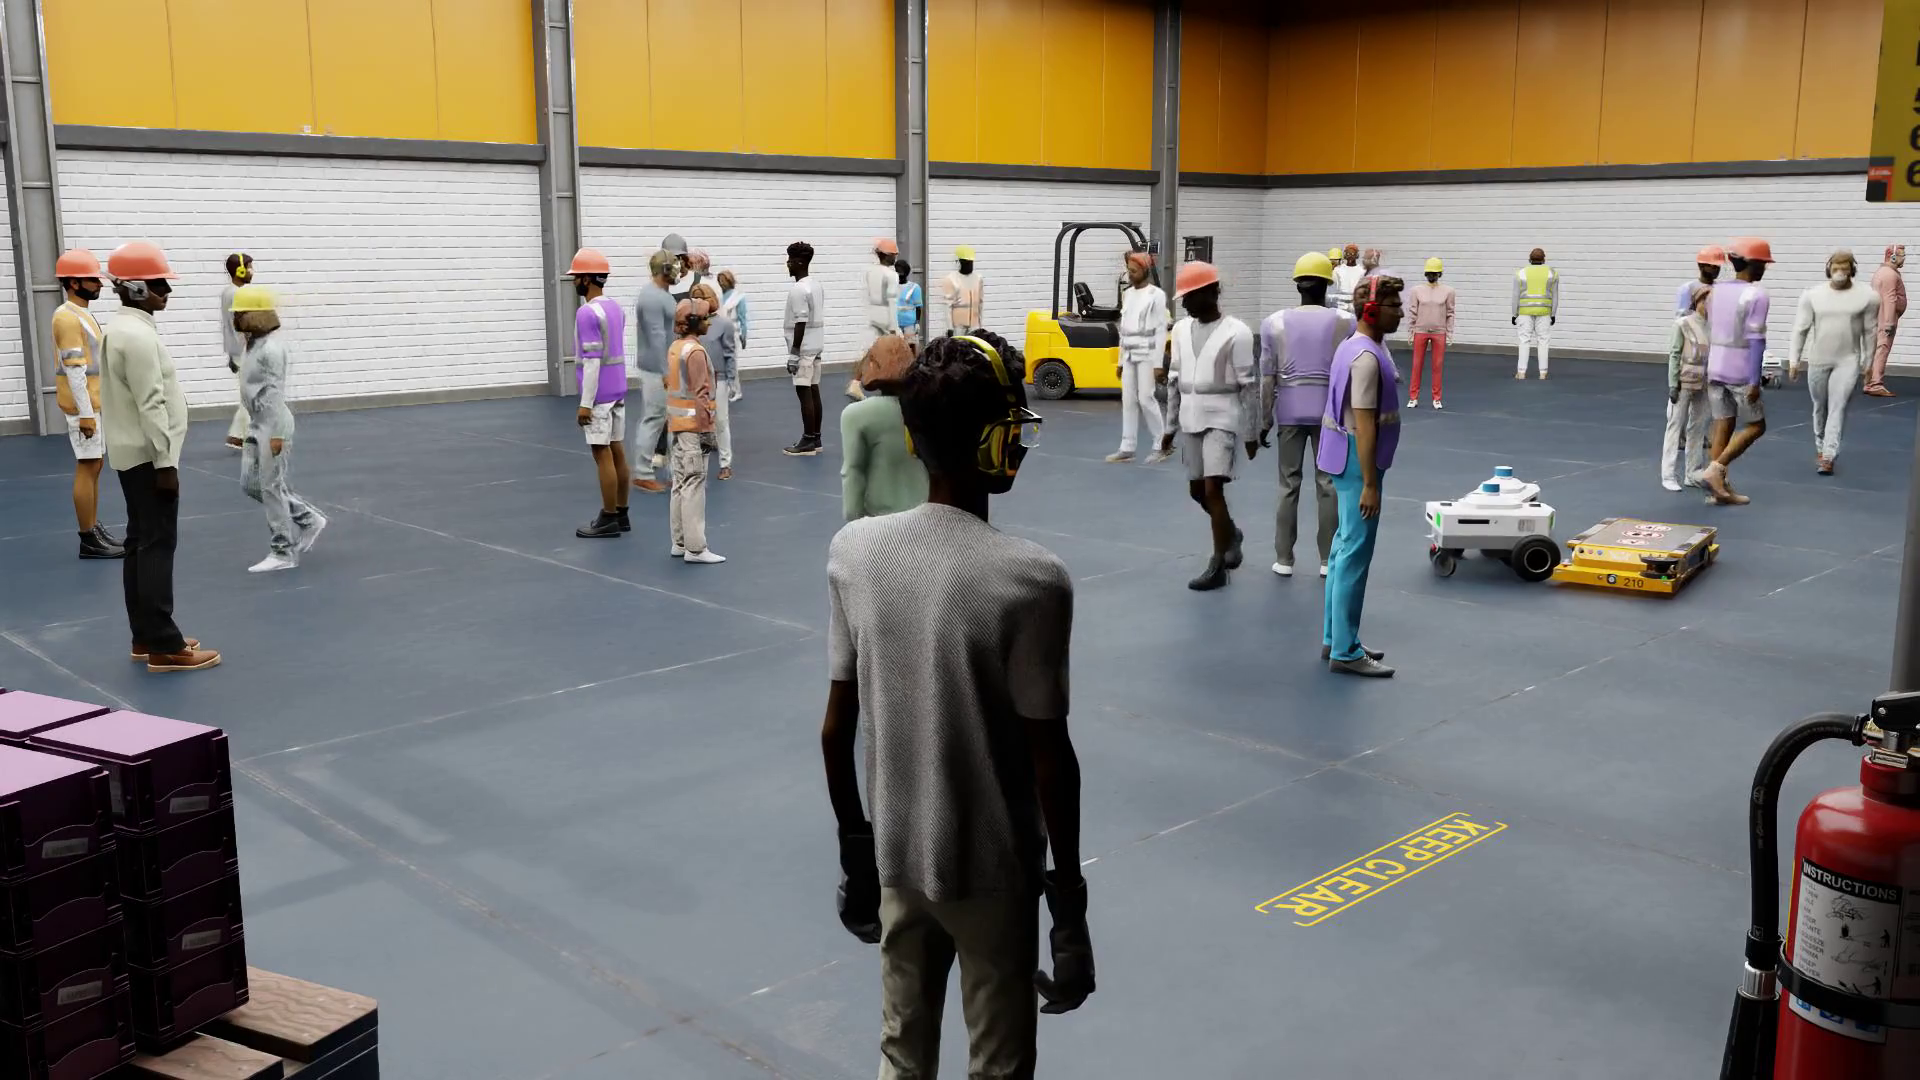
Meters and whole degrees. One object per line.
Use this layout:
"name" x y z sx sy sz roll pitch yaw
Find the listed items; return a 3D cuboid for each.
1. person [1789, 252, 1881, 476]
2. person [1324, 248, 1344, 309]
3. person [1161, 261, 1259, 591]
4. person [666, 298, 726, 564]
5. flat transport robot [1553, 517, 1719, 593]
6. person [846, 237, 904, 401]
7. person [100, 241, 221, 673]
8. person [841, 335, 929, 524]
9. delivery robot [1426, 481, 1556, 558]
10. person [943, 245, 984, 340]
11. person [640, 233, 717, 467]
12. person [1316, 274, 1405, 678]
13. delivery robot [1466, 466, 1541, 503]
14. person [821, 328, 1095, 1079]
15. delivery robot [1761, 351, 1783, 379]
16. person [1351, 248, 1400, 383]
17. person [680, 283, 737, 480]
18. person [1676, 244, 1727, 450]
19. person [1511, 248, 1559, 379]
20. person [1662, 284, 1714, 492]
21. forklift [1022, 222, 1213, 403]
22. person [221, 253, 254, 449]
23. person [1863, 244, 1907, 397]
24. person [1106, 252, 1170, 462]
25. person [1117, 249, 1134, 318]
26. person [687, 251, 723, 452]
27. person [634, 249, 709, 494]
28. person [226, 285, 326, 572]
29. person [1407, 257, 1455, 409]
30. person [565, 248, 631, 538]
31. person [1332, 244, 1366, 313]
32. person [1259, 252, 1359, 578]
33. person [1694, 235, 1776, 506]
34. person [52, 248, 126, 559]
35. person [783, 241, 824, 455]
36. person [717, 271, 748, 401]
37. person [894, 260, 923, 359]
"person" 7.507 -1.528 14.313 0.649 1.888 1.037 7 12 32
"person" 5.625 -3.478 25.071 0.588 1.835 0.403 4 11 21
"person" 1.516 -0.692 9.769 0.825 1.893 0.557 -10 15 -44
"person" -1.659 -0.674 10.318 0.310 1.638 0.523 -5 12 -26
"flat transport robot" 4.083 0.072 9.983 0.652 0.197 1.431 7 12 33
"person" -0.952 -2.683 20.295 1.024 2.000 0.618 -9 14 -41
"person" -3.768 -0.383 7.756 0.382 1.995 0.612 -8 13 -37
"person" -0.309 -0.098 7.292 0.519 1.584 0.850 -4 11 -22
"delivery robot" 3.155 -0.106 9.923 0.707 0.478 0.477 1 11 5
"person" 0.121 -2.671 20.497 0.620 1.890 0.903 -6 12 -32
"person" -2.463 -1.643 14.502 0.678 2.000 0.537 -1 10 -3
"person" 1.843 -0.301 7.715 0.372 1.843 0.570 1 10 7
"delivery robot" 3.445 -0.224 10.565 0.477 0.478 0.707 6 12 31
"person" 0.005 0.580 2.848 0.531 1.870 0.316 7 13 35
"delivery robot" 10.649 -2.352 22.167 0.477 0.478 0.707 0 10 -2
"person" 5.504 -2.976 22.302 1.009 1.859 0.643 0 10 -2
"person" -2.101 -1.314 13.821 0.505 1.631 0.269 2 11 11
"person" 7.012 -1.811 15.705 0.551 1.933 0.377 -4 11 -19
"person" 8.091 -3.183 23.448 0.624 1.845 0.430 3 11 14
"person" 5.841 -1.206 13.220 0.515 1.638 0.314 -3 11 -16
"forklift" 1.935 -2.847 20.651 2.313 2.155 1.214 2 11 13
"person" -6.560 -1.702 15.327 0.400 1.861 0.530 -6 12 -31
"person" 11.689 -2.759 20.959 0.401 1.906 0.650 3 11 17
"person" 1.610 -1.615 14.807 0.460 1.886 0.591 -6 12 -30
"person" 2.290 -2.939 22.115 0.399 1.835 0.521 -2 11 -9
"person" -2.406 -1.764 15.642 0.435 1.878 0.734 0 10 1
"person" -2.309 -1.304 12.997 0.593 1.910 0.730 1 10 6
"person" -4.155 -0.676 10.097 0.462 1.731 0.489 -9 14 -42
"person" 5.503 -2.412 19.452 0.529 1.765 0.327 3 11 15
"person" -2.433 -0.977 11.152 0.377 1.938 0.547 2 11 11
"person" 5.823 -3.471 24.903 0.573 1.883 0.357 3 11 16
"person" 2.061 -0.728 9.844 0.585 1.920 0.382 2 11 13
"person" 5.755 -1.237 12.346 0.461 2.029 0.606 -3 11 -15
"person" -5.461 -0.848 10.451 0.355 1.938 0.545 -4 11 -20
"person" -1.446 -1.763 15.361 0.368 1.966 0.603 2 11 12
"person" -2.833 -2.435 20.041 0.520 1.595 0.830 6 12 30
"person" -0.759 -2.887 22.220 0.540 1.697 0.317 5 12 26
